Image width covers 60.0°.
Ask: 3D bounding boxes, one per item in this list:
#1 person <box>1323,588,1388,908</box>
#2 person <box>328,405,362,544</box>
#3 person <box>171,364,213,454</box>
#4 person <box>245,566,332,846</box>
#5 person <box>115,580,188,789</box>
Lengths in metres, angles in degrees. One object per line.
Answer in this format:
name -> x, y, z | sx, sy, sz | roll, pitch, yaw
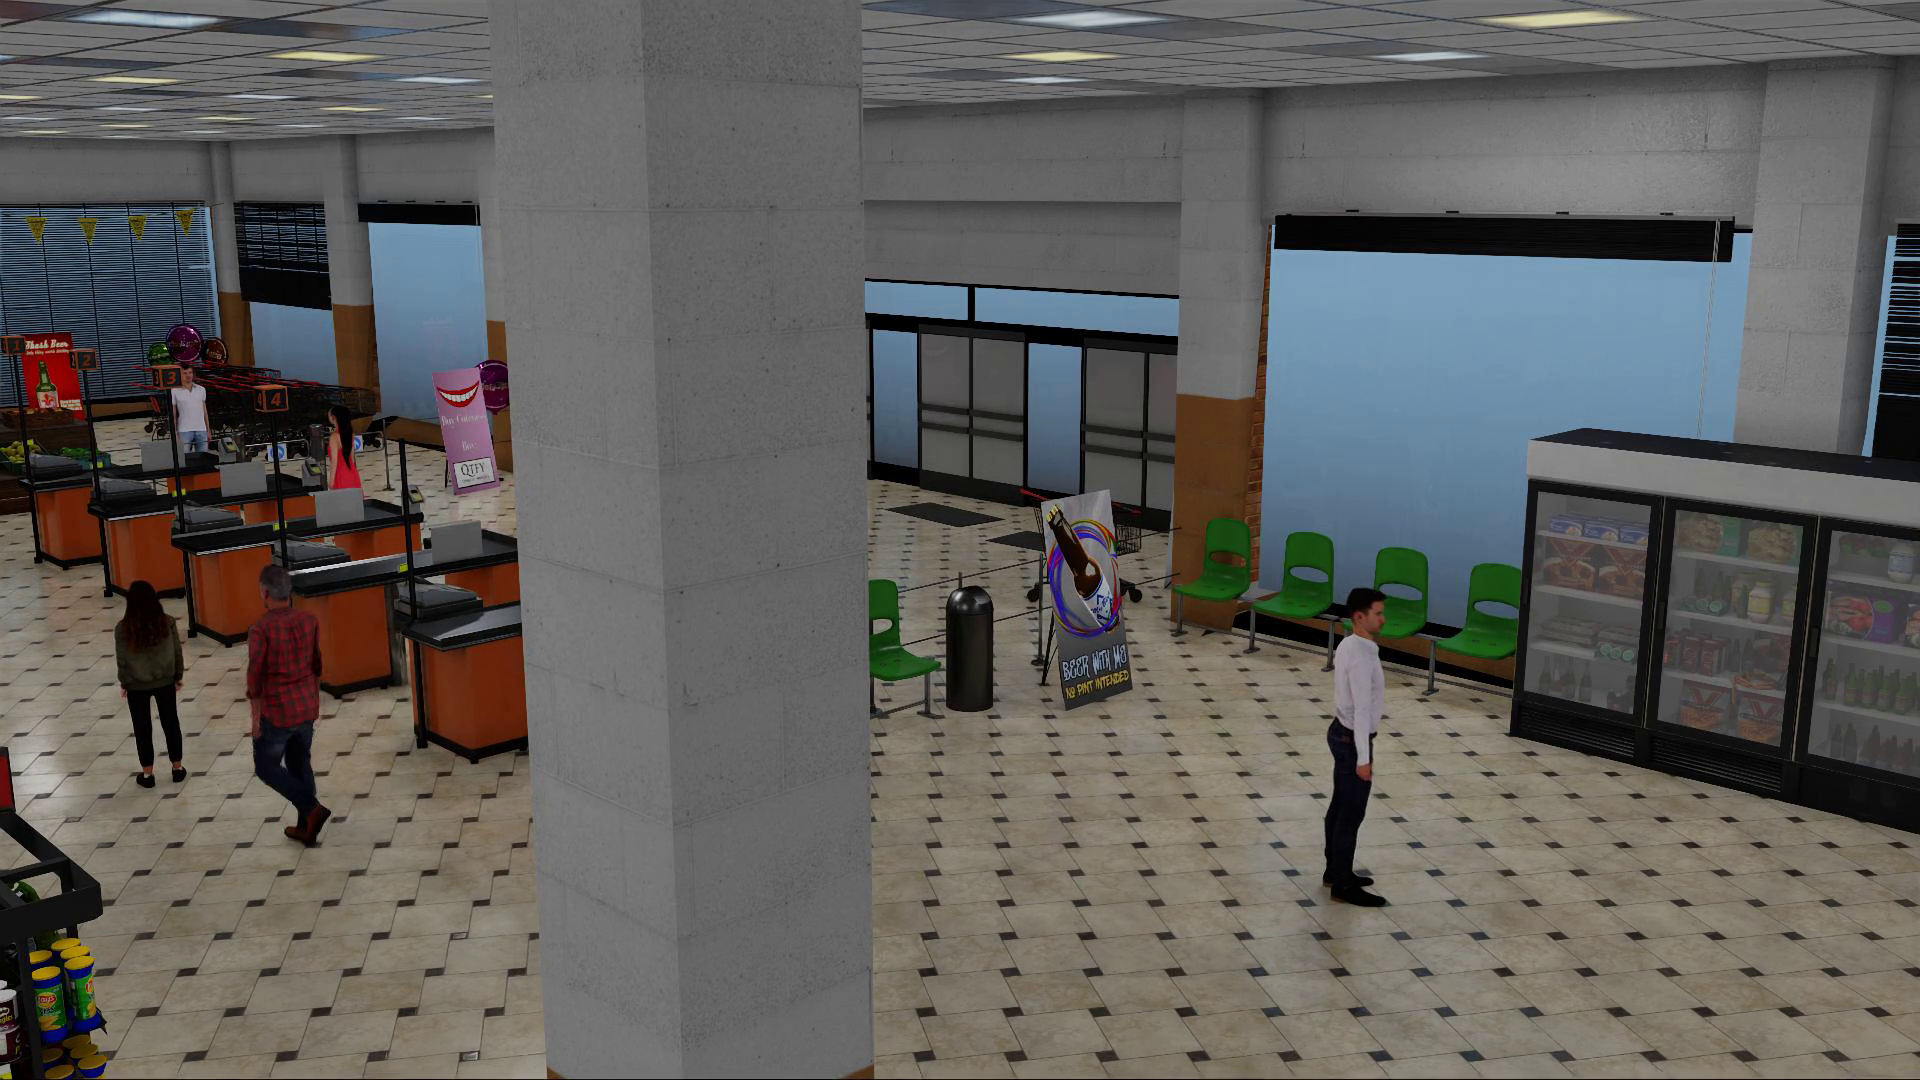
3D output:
person -> 2.307, 1.189, 9.774 | 0.781, 1.867, 0.709 | 1, 12, 5
person -> -7.046, -0.696, 19.064 | 0.796, 1.727, 0.705 | 3, 12, 14
person -> -10.324, -1.448, 22.337 | 0.712, 1.851, 0.467 | 11, 16, 42
person -> -4.157, 1.082, 10.416 | 0.872, 1.813, 0.863 | 7, 14, 30
person -> -5.666, 0.994, 11.650 | 0.498, 1.476, 0.668 | -8, 15, -35
